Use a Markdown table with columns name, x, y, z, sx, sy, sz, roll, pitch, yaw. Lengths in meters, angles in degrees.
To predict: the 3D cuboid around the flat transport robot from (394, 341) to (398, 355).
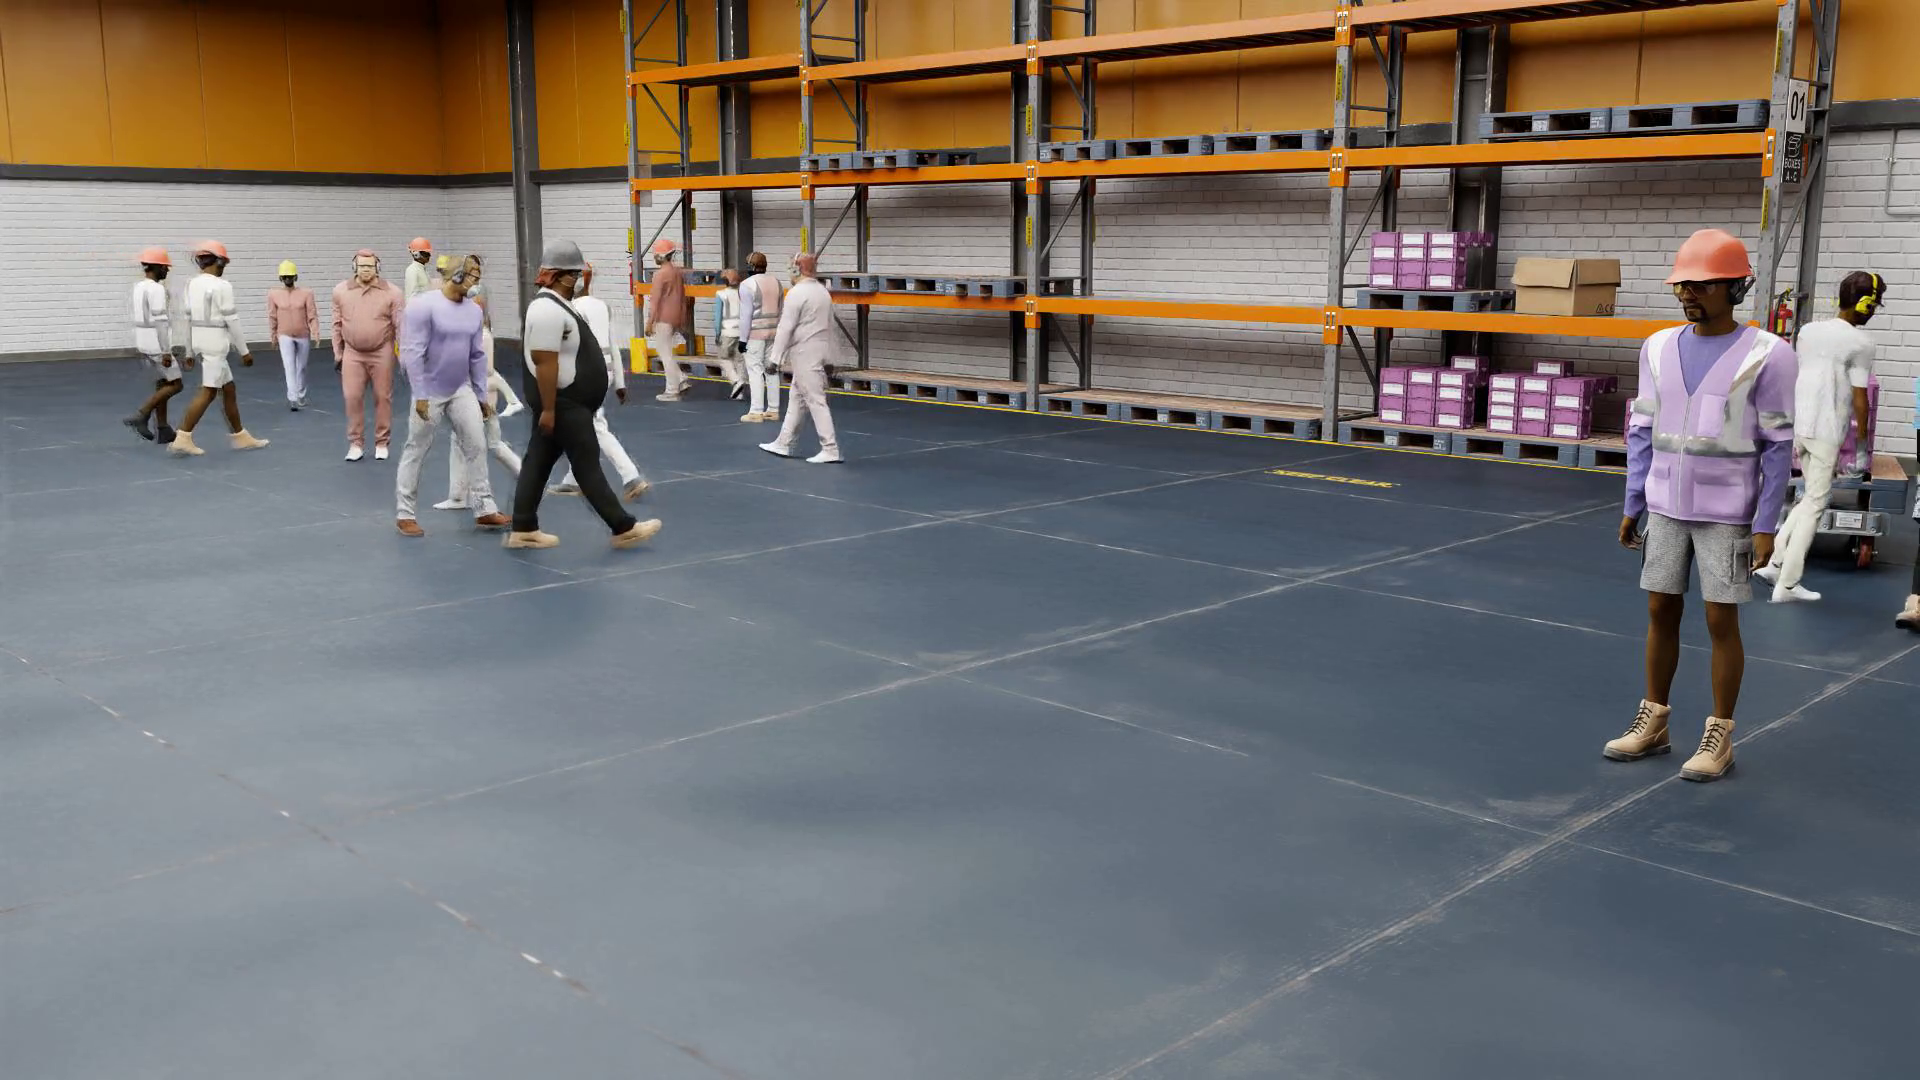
| name | x | y | z | sx | sy | sz | roll | pitch | yaw |
| --- | --- | --- | --- | --- | --- | --- | --- | --- | --- |
| flat transport robot | -9.823 | -3.262 | 28.162 | 0.652 | 0.197 | 1.431 | -6 | 12 | -31 |

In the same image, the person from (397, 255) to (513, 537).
| name | x | y | z | sx | sy | sz | roll | pitch | yaw |
| --- | --- | --- | --- | --- | --- | --- | --- | --- | --- |
| person | -3.444 | -0.961 | 11.201 | 0.795 | 1.882 | 0.675 | 6 | 12 | 30 |

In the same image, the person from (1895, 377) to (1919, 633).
| name | x | y | z | sx | sy | sz | roll | pitch | yaw |
| --- | --- | --- | --- | --- | --- | --- | --- | --- | --- |
| person | 5.107 | -0.344 | 8.490 | 0.919 | 1.635 | 0.534 | -10 | 14 | -43 |

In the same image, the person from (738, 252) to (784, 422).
| name | x | y | z | sx | sy | sz | roll | pitch | yaw |
| --- | --- | --- | --- | --- | --- | --- | --- | --- | --- |
| person | -2.194 | -2.204 | 18.109 | 0.429 | 1.841 | 0.633 | 7 | 13 | 34 |

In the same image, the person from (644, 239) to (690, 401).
| name | x | y | z | sx | sy | sz | roll | pitch | yaw |
| --- | --- | --- | --- | --- | --- | --- | --- | --- | --- |
| person | -3.612 | -2.677 | 20.319 | 0.436 | 1.977 | 0.615 | 2 | 11 | 13 |

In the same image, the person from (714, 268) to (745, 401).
| name | x | y | z | sx | sy | sz | roll | pitch | yaw |
| --- | --- | --- | --- | --- | --- | --- | --- | --- | --- |
| person | -2.759 | -2.498 | 20.275 | 0.542 | 1.621 | 0.391 | -8 | 13 | -38 |

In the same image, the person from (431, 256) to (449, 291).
| name | x | y | z | sx | sy | sz | roll | pitch | yaw |
| --- | --- | --- | --- | --- | --- | --- | --- | --- | --- |
| person | -7.541 | -3.295 | 24.399 | 0.543 | 1.718 | 0.925 | -3 | 11 | -17 |

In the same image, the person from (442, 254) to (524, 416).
| name | x | y | z | sx | sy | sz | roll | pitch | yaw |
| --- | --- | --- | --- | --- | --- | --- | --- | --- | --- |
| person | -5.371 | -2.274 | 18.584 | 0.969 | 1.818 | 0.519 | 0 | 10 | -1 |

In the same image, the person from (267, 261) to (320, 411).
| name | x | y | z | sx | sy | sz | roll | pitch | yaw |
| --- | --- | --- | --- | --- | --- | --- | --- | --- | --- |
| person | -7.764 | -2.382 | 19.399 | 0.531 | 1.724 | 0.921 | -5 | 11 | -23 |

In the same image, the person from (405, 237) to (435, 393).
| name | x | y | z | sx | sy | sz | roll | pitch | yaw |
| --- | --- | --- | --- | --- | --- | --- | --- | --- | --- |
| person | -6.826 | -2.835 | 21.128 | 0.396 | 1.992 | 0.623 | -1 | 10 | -4 |

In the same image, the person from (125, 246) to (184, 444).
| name | x | y | z | sx | sy | sz | roll | pitch | yaw |
| --- | --- | --- | --- | --- | --- | --- | --- | --- | --- |
| person | -7.778 | -1.865 | 16.040 | 0.515 | 1.918 | 0.547 | -10 | 14 | -42 |

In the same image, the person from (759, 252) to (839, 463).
| name | x | y | z | sx | sy | sz | roll | pitch | yaw |
| --- | --- | --- | --- | --- | --- | --- | --- | --- | --- |
| person | -1.473 | -1.615 | 14.846 | 0.933 | 1.862 | 0.642 | 3 | 11 | 18 |

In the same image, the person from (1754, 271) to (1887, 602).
| name | x | y | z | sx | sy | sz | roll | pitch | yaw |
| --- | --- | --- | --- | --- | --- | --- | --- | --- | --- |
| person | 4.721 | -0.544 | 9.083 | 0.460 | 1.830 | 0.570 | -3 | 11 | -14 |

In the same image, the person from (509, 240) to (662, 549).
| name | x | y | z | sx | sy | sz | roll | pitch | yaw |
| --- | --- | --- | --- | --- | --- | --- | --- | --- | --- |
| person | -2.468 | -0.943 | 10.686 | 1.011 | 2.000 | 0.702 | -2 | 11 | -13 |

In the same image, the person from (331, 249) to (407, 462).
| name | x | y | z | sx | sy | sz | roll | pitch | yaw |
| --- | --- | --- | --- | --- | --- | --- | --- | --- | --- |
| person | -5.280 | -1.637 | 14.861 | 0.680 | 1.889 | 0.658 | -2 | 11 | -10 |

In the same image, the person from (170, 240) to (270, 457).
| name | x | y | z | sx | sy | sz | roll | pitch | yaw |
| --- | --- | --- | --- | --- | --- | --- | --- | --- | --- |
| person | -6.931 | -1.764 | 15.351 | 0.596 | 1.989 | 0.959 | 9 | 14 | 40 |

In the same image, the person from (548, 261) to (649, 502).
| name | x | y | z | sx | sy | sz | roll | pitch | yaw |
| --- | --- | --- | --- | --- | --- | --- | --- | --- | --- |
| person | -2.784 | -1.209 | 12.700 | 0.967 | 1.844 | 0.587 | 4 | 11 | 22 |

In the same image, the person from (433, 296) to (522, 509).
| name | x | y | z | sx | sy | sz | roll | pitch | yaw |
| --- | --- | --- | --- | --- | --- | --- | --- | --- | --- |
| person | -3.503 | -1.013 | 12.234 | 0.748 | 1.610 | 0.523 | 1 | 10 | 6 |

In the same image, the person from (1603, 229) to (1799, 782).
| name | x | y | z | sx | sy | sz | roll | pitch | yaw |
| --- | --- | --- | --- | --- | --- | --- | --- | --- | --- |
| person | 2.740 | -0.121 | 6.197 | 0.388 | 2.041 | 0.615 | -8 | 13 | -36 |

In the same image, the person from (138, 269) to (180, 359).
| name | x | y | z | sx | sy | sz | roll | pitch | yaw |
| --- | --- | --- | --- | --- | --- | --- | --- | --- | --- |
| person | -13.131 | -3.832 | 27.157 | 0.435 | 1.783 | 0.700 | 1 | 10 | 3 |
